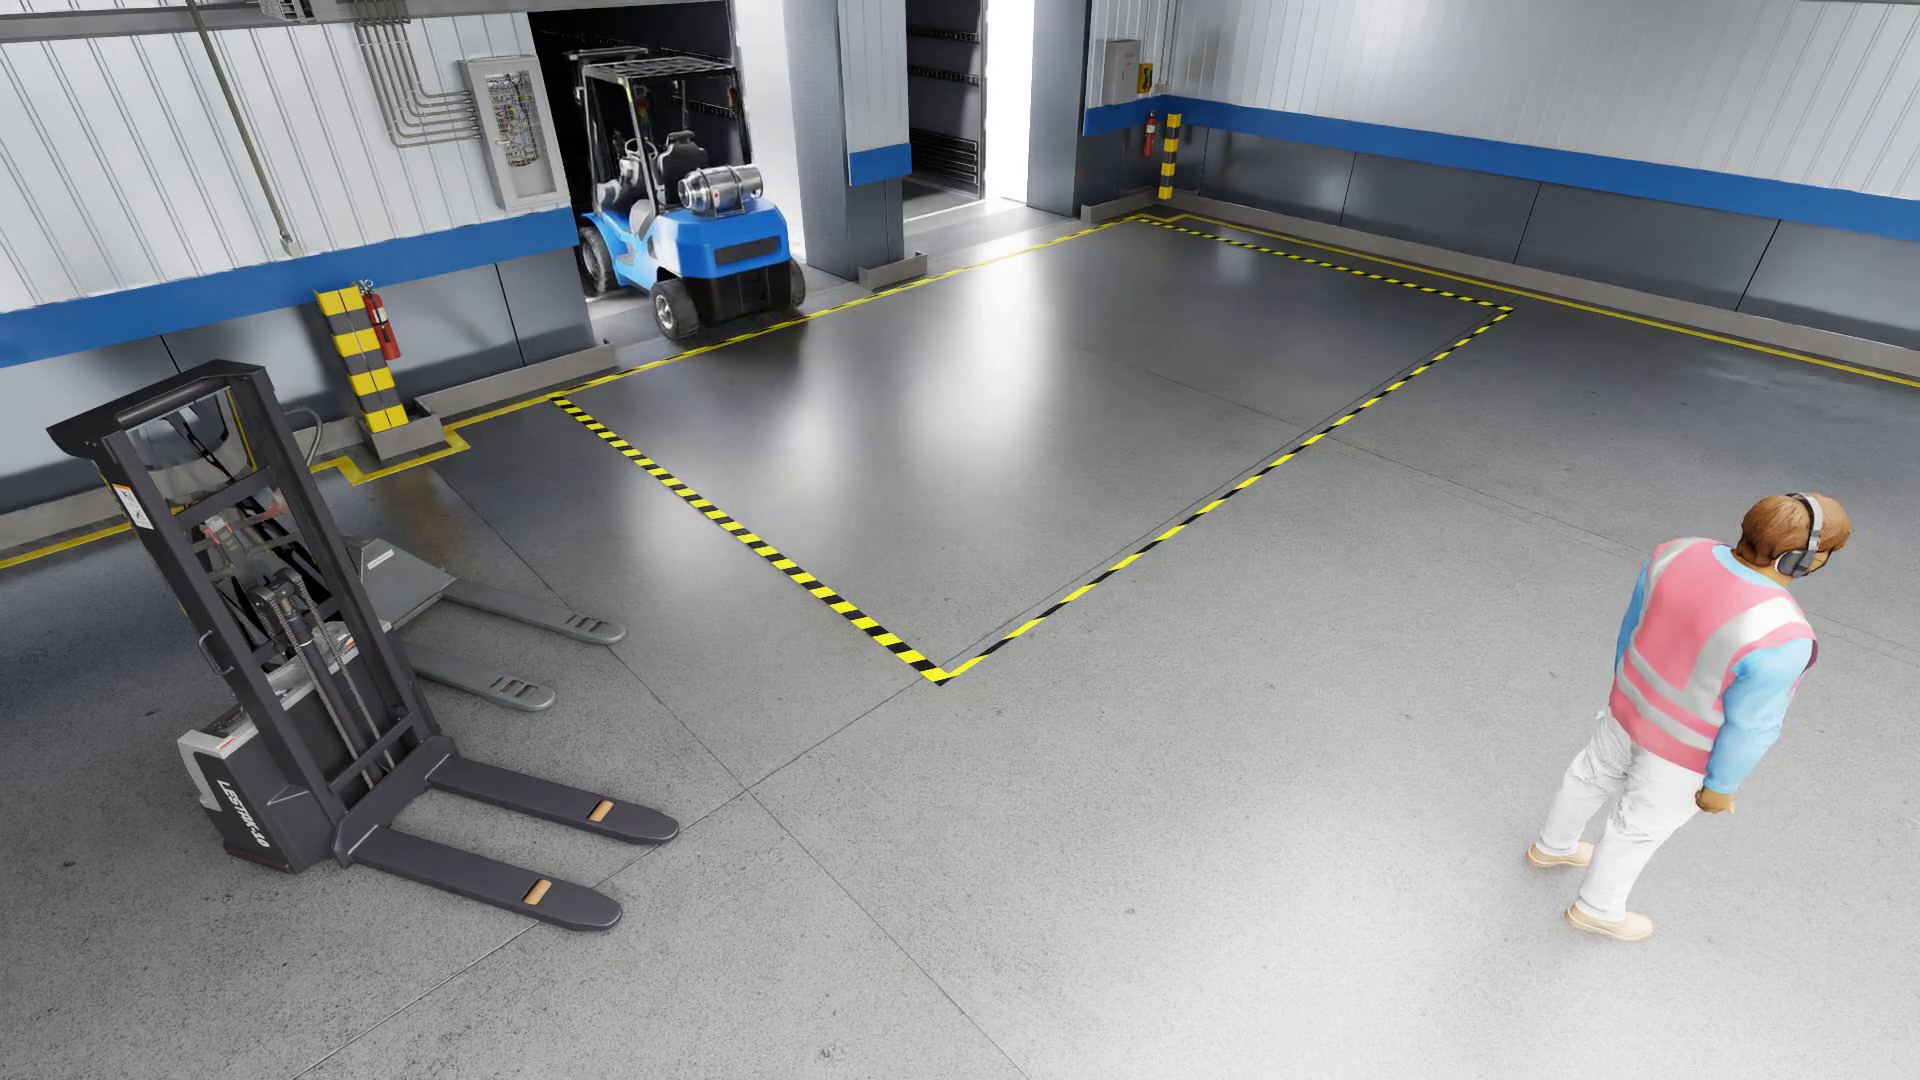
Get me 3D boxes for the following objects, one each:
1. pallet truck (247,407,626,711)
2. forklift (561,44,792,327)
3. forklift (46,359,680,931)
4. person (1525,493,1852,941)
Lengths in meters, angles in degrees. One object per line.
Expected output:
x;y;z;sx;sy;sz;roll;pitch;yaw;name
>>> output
-2.628;0.038;4.590;1.601;1.201;0.680;12;36;18;pallet truck
-2.721;-3.404;8.634;1.157;2.036;2.680;-26;42;-33;forklift
-2.135;0.422;3.354;1.885;1.965;0.823;10;35;14;forklift
2.477;0.641;3.169;0.430;1.845;0.619;1;34;1;person
